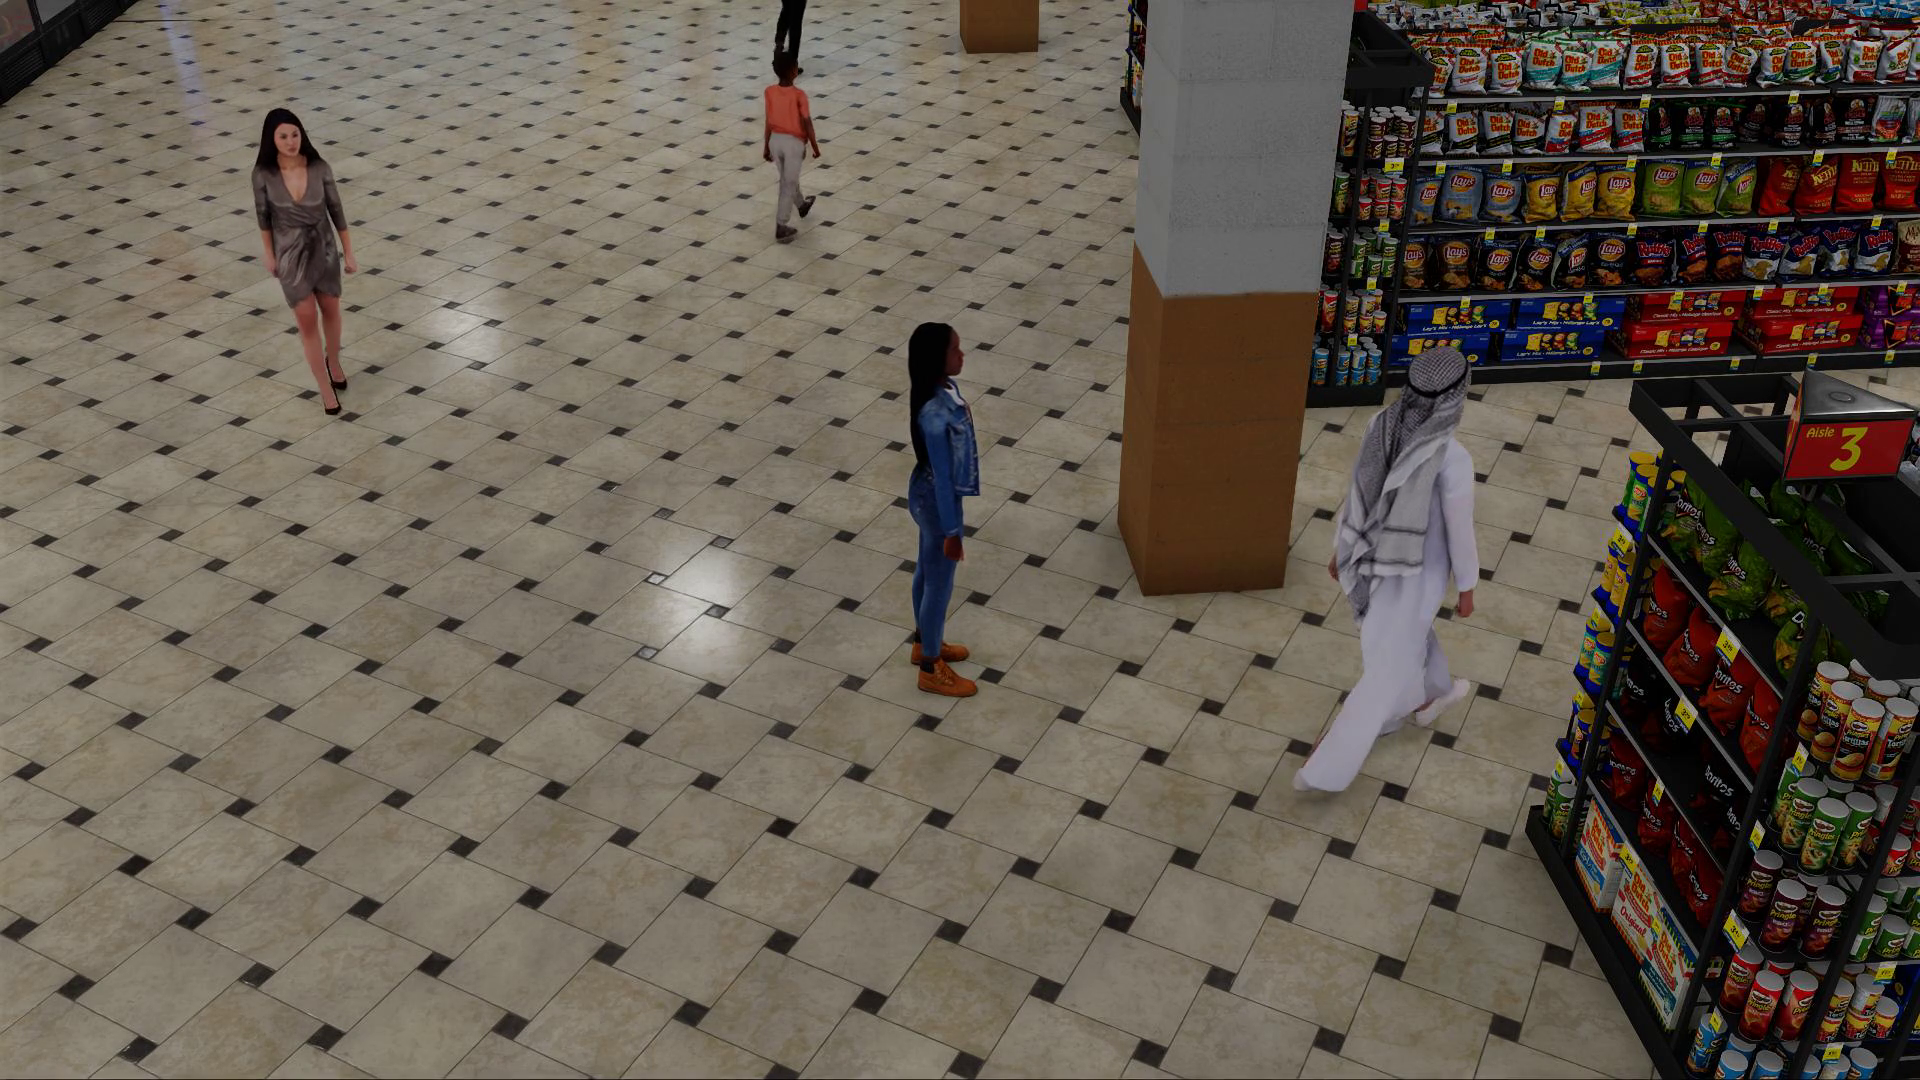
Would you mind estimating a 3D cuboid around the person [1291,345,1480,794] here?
[{"bbox_3d":[1.621,0.184,6.409,1.364,1.872,1.070,-17,36,-25],"label":"person"}]

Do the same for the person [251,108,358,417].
[{"bbox_3d":[-3.716,-1.617,9.448,0.919,1.719,0.883,-17,36,-25],"label":"person"}]

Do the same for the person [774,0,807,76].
[{"bbox_3d":[-1.565,-4.995,14.862,0.758,1.734,0.841,16,35,23],"label":"person"}]

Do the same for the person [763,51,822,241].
[{"bbox_3d":[-1.243,-2.737,11.661,0.868,1.283,0.839,15,35,23],"label":"person"}]

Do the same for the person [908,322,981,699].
[{"bbox_3d":[-0.097,-0.133,7.069,0.500,1.712,0.595,-2,32,-4],"label":"person"}]
